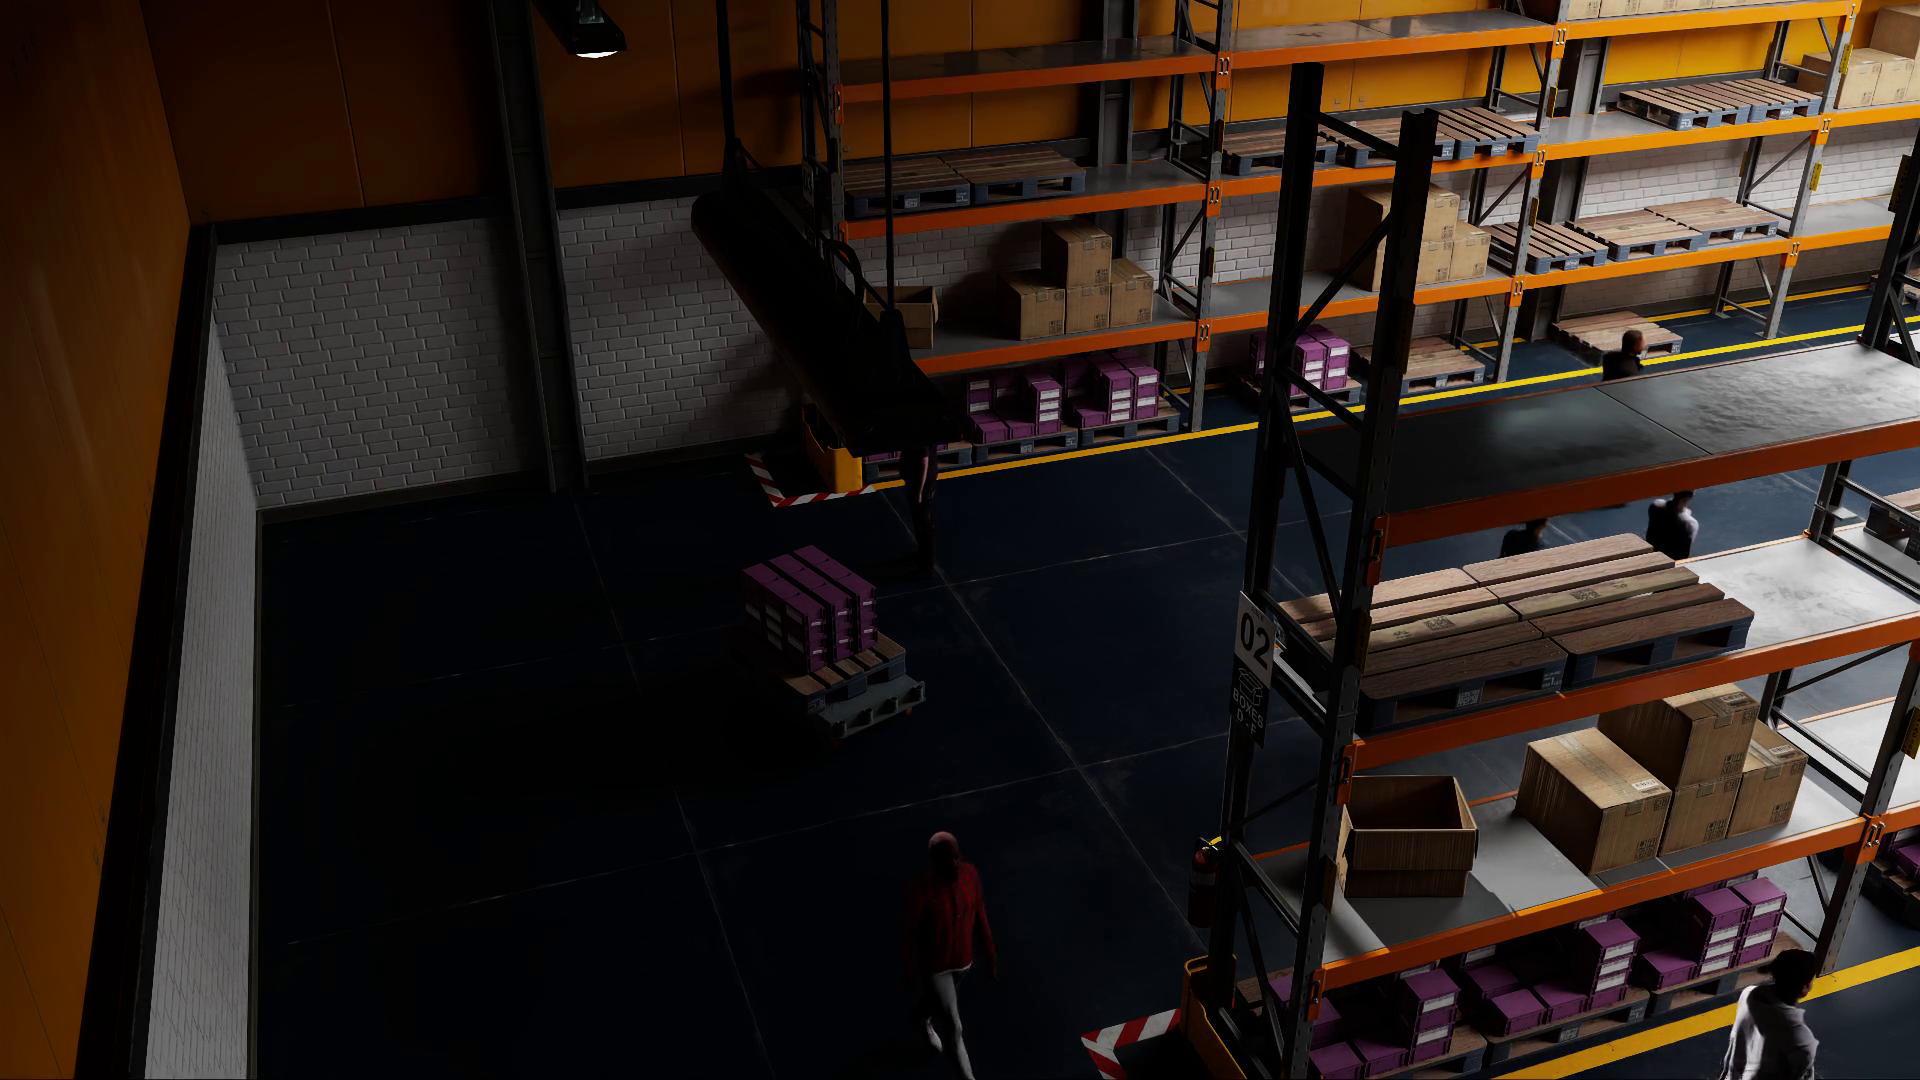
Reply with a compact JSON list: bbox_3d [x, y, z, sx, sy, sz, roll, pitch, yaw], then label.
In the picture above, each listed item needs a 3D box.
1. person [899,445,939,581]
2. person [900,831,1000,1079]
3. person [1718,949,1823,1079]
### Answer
[{"bbox_3d":[-0.358,-0.532,15.194,0.726,1.845,0.801,0,29,0],"label":"person"},{"bbox_3d":[-0.133,2.427,9.838,1.191,1.780,0.958,-18,33,-29],"label":"person"},{"bbox_3d":[4.107,2.966,8.723,1.218,1.902,0.828,-4,29,-7],"label":"person"}]
